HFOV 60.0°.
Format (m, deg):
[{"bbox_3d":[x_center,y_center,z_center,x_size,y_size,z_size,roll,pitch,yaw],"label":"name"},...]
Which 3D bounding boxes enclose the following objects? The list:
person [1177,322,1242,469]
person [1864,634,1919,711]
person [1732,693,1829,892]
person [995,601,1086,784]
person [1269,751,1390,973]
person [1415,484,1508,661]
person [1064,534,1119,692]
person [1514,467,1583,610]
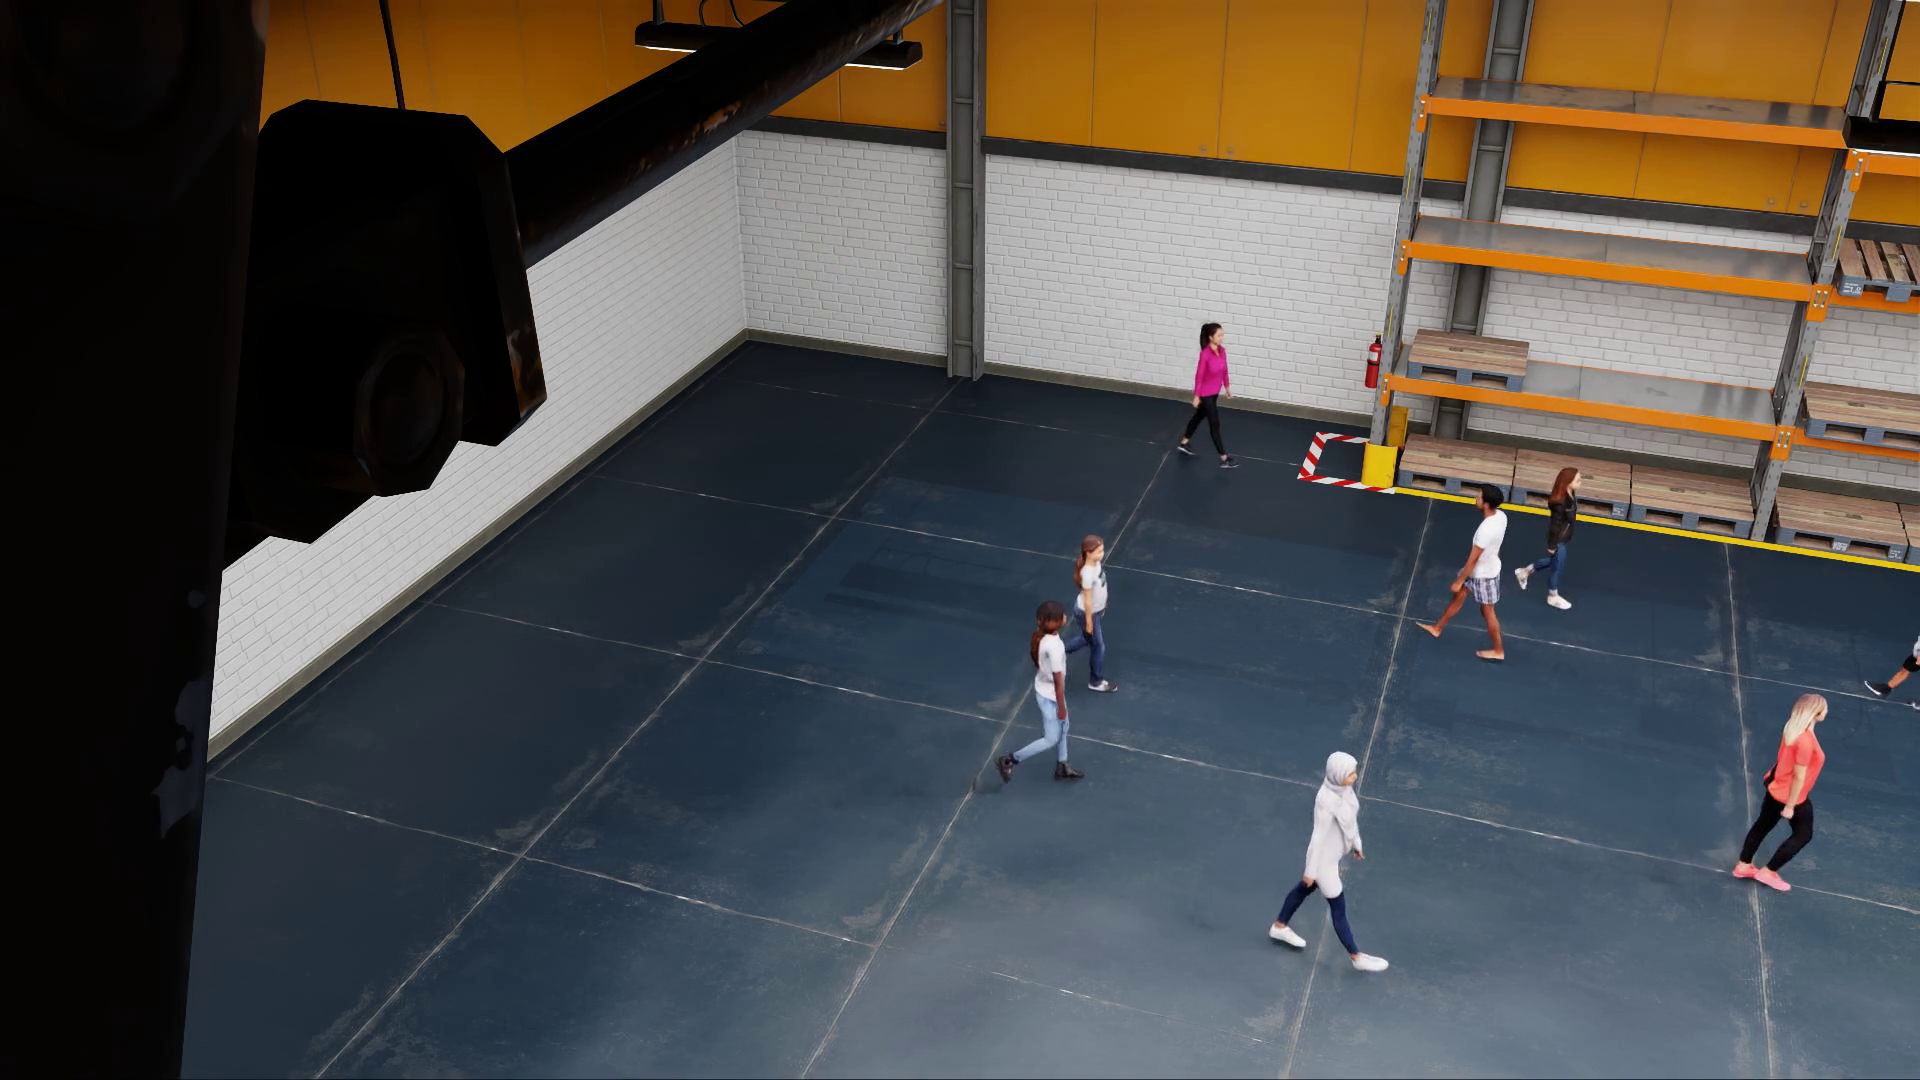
[{"bbox_3d":[2.733,-1.655,18.737,1.186,1.652,0.879,23,36,36],"label":"person"},{"bbox_3d":[8.469,0.962,14.380,0.841,1.230,0.519,9,30,16],"label":"person"},{"bbox_3d":[5.999,1.857,12.271,0.692,1.679,0.663,5,29,8],"label":"person"},{"bbox_3d":[0.655,1.266,13.330,1.086,1.703,0.872,-4,29,-6],"label":"person"},{"bbox_3d":[2.470,2.196,11.593,1.147,1.733,0.760,15,32,26],"label":"person"},{"bbox_3d":[4.811,0.337,15.048,1.100,1.688,0.723,13,31,22],"label":"person"},{"bbox_3d":[1.088,0.624,14.670,0.933,1.546,0.629,6,29,10],"label":"person"},{"bbox_3d":[5.693,-0.054,15.991,0.848,1.471,0.642,16,32,26],"label":"person"}]
